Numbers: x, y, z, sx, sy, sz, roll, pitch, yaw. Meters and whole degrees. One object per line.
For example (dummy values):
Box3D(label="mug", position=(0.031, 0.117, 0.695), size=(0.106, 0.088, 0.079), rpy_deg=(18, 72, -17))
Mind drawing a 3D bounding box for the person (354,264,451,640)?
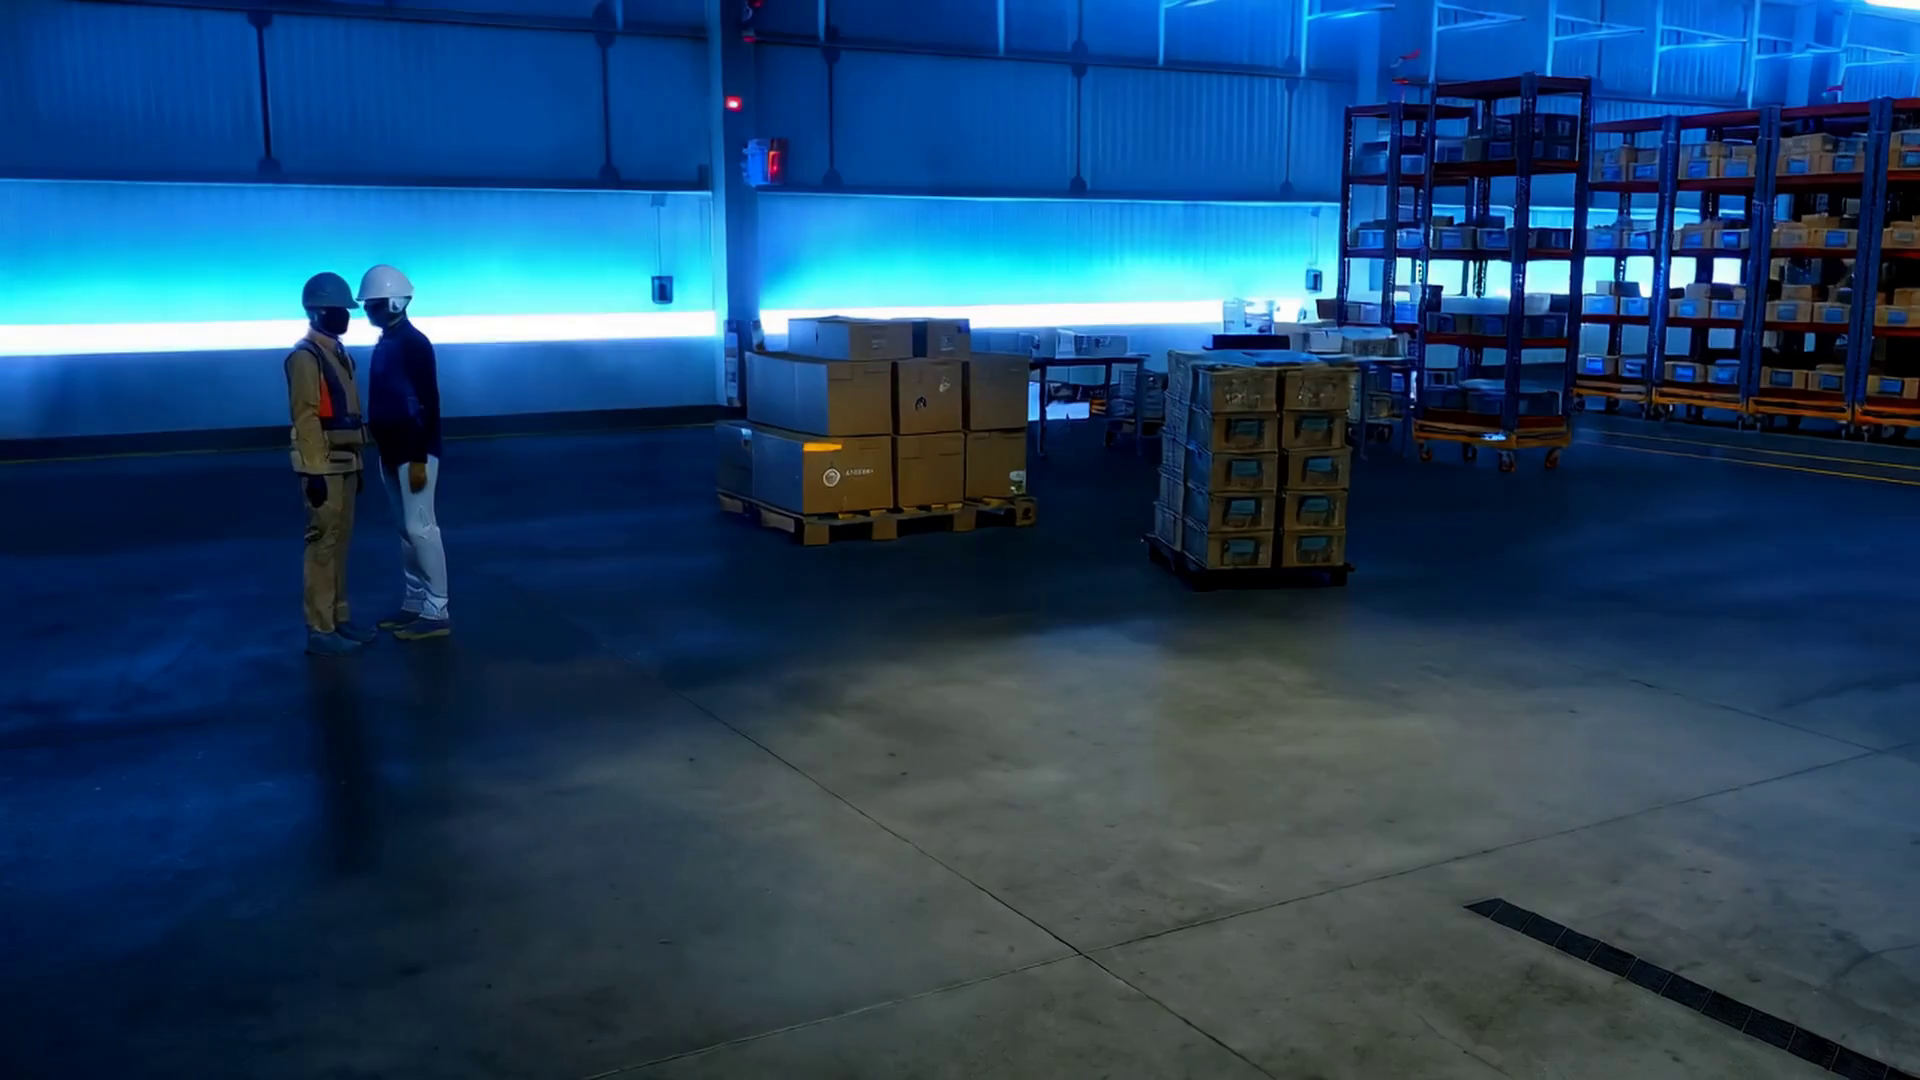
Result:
Box3D(label="person", position=(-2.969, -0.462, 8.838), size=(0.402, 1.987, 0.608), rpy_deg=(-8, 13, -38))

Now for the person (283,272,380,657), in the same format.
Box3D(label="person", position=(-3.213, -0.389, 8.513), size=(0.404, 1.945, 0.616), rpy_deg=(-1, 10, -3))

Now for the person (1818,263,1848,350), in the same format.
Box3D(label="person", position=(14.012, -3.521, 26.651), size=(0.884, 1.797, 0.554), rpy_deg=(-8, 13, -37))
